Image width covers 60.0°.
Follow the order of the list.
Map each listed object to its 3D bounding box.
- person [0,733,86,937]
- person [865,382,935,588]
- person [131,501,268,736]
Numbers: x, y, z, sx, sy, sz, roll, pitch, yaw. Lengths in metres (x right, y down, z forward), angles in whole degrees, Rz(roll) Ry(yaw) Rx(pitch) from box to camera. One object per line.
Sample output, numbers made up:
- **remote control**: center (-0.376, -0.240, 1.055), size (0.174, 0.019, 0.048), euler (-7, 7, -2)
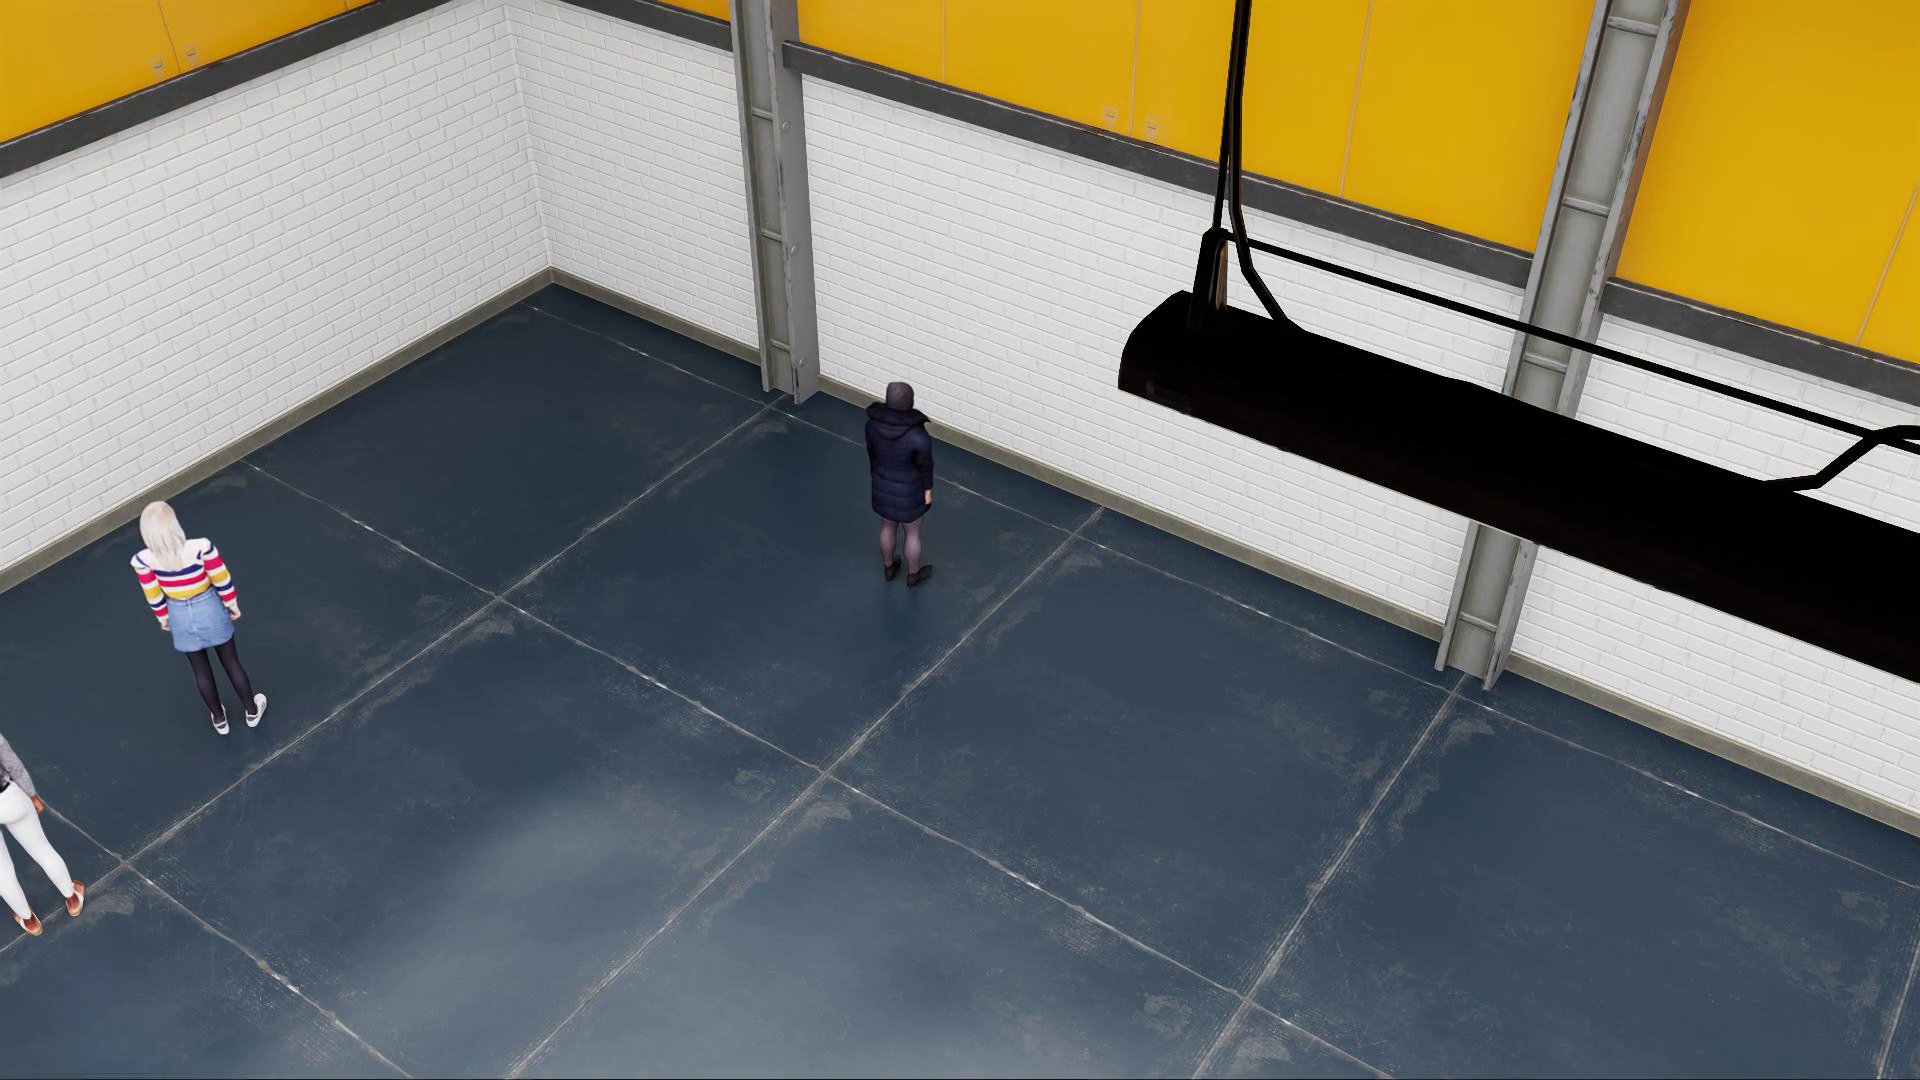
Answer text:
- **person**: center (-5.325, 1.519, 9.191), size (0.652, 1.723, 0.619), euler (-25, 45, -28)
- **person**: center (-0.419, -0.393, 11.624), size (0.608, 1.674, 0.752), euler (18, 42, 21)
- **person**: center (-4.775, 0.484, 10.418), size (0.720, 1.809, 0.736), euler (-12, 40, -14)
